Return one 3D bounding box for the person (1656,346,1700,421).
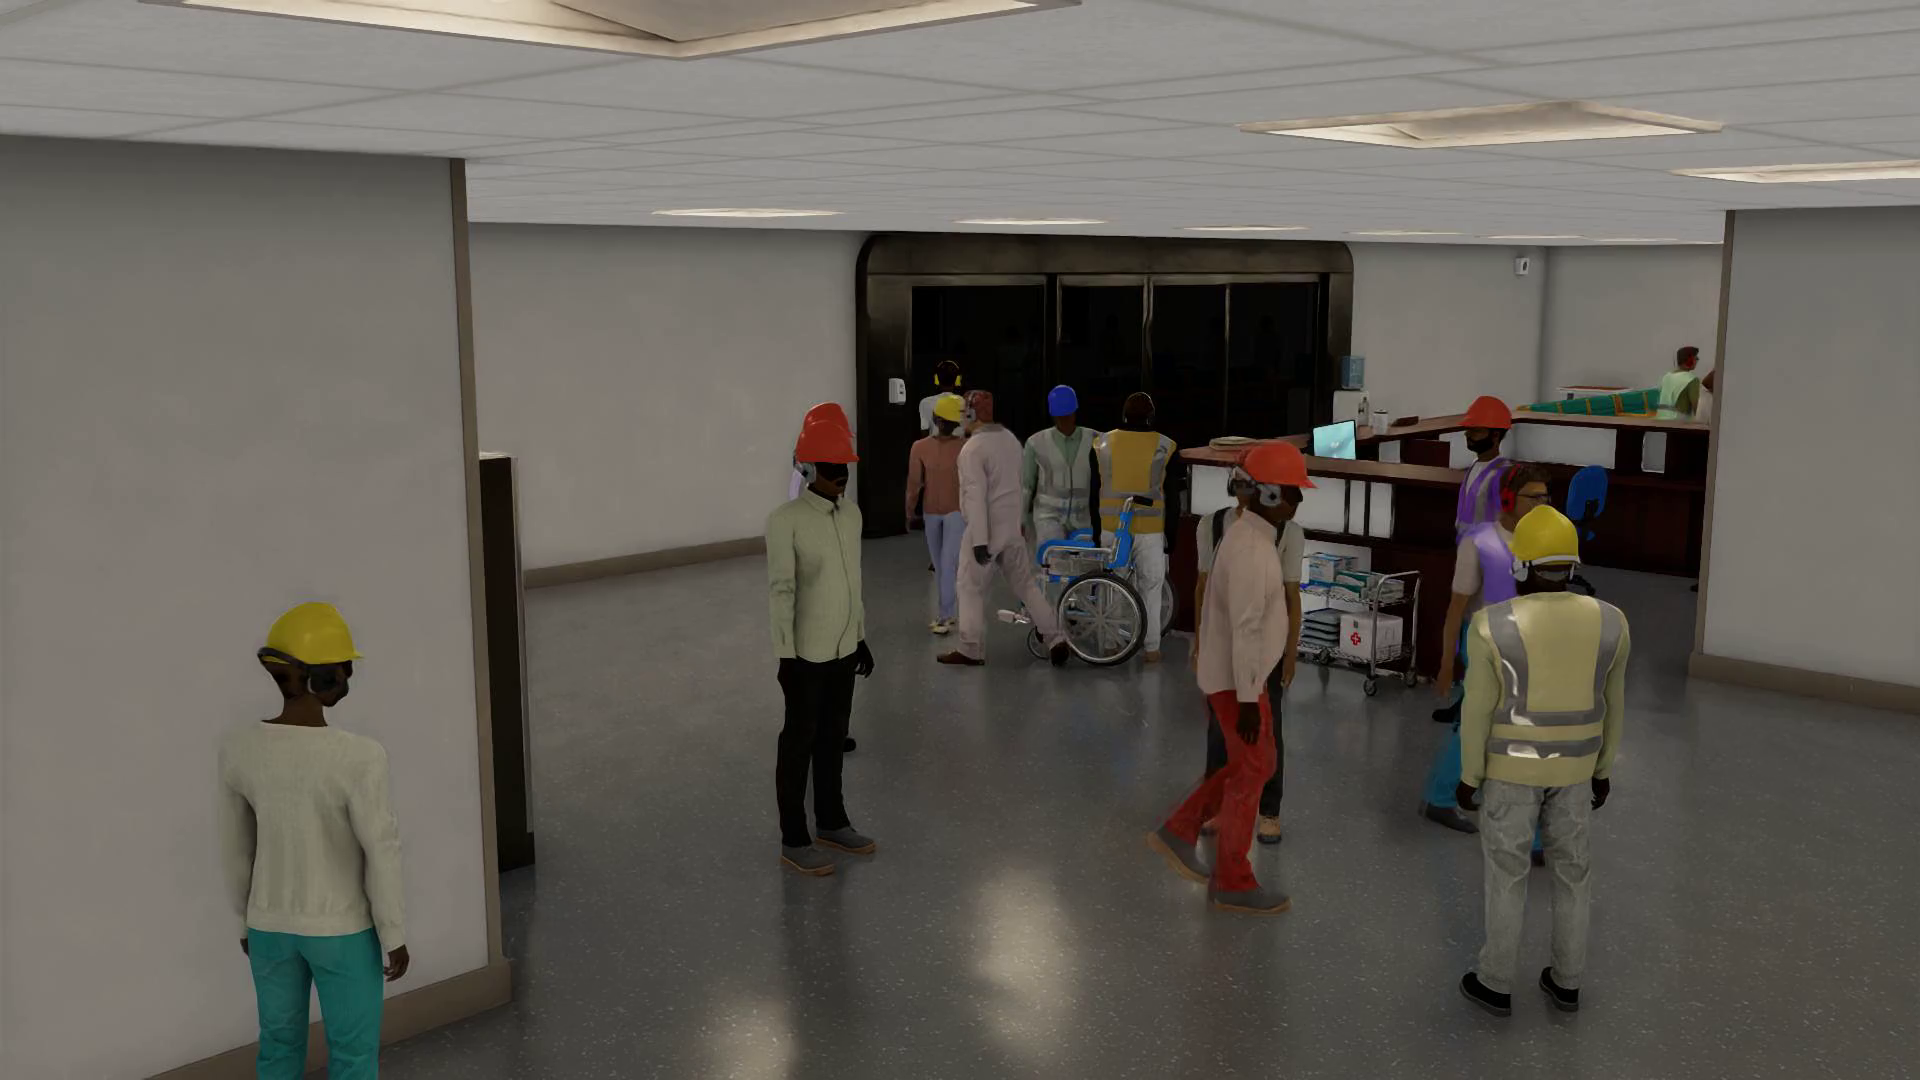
[{"bbox_3d":[7.970,-1.209,18.242,0.919,1.806,0.571,-1,9,-4],"label":"person"}]

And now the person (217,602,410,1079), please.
[{"bbox_3d":[-1.744,1.044,4.549,0.532,1.765,0.328,2,10,15],"label":"person"}]

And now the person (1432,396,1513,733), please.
[{"bbox_3d":[2.968,0.148,9.500,0.351,1.942,0.545,-1,9,-5],"label":"person"}]

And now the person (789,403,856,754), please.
[{"bbox_3d":[-0.753,0.206,9.197,0.389,1.928,0.550,-2,10,-14],"label":"person"}]

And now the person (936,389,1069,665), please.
[{"bbox_3d":[0.308,-0.059,11.023,0.865,1.868,0.667,6,11,32],"label":"person"}]

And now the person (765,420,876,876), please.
[{"bbox_3d":[-0.606,0.464,7.396,0.378,1.996,0.610,6,11,33],"label":"person"}]

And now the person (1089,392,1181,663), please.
[{"bbox_3d":[1.180,-0.079,11.241,0.623,1.838,0.430,2,10,14],"label":"person"}]

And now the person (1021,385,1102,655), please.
[{"bbox_3d":[0.719,-0.171,11.739,0.638,1.876,0.923,-2,9,-12],"label":"person"}]

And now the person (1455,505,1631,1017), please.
[{"bbox_3d":[2.043,0.787,5.909,0.588,1.837,0.404,-1,9,-6],"label":"person"}]

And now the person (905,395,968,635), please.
[{"bbox_3d":[-0.147,-0.174,12.088,0.520,1.745,0.677,4,10,21],"label":"person"}]

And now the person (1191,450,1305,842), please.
[{"bbox_3d":[1.328,0.490,7.730,0.506,1.838,0.342,4,10,22],"label":"person"}]

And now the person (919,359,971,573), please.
[{"bbox_3d":[-0.109,-0.635,14.526,0.521,1.870,0.319,0,9,-1],"label":"person"}]

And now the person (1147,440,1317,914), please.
[{"bbox_3d":[1.149,0.565,6.858,0.580,1.969,0.665,2,9,12],"label":"person"}]

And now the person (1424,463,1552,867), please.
[{"bbox_3d":[2.503,0.540,7.556,0.583,1.788,0.977,-6,11,-34],"label":"person"}]
